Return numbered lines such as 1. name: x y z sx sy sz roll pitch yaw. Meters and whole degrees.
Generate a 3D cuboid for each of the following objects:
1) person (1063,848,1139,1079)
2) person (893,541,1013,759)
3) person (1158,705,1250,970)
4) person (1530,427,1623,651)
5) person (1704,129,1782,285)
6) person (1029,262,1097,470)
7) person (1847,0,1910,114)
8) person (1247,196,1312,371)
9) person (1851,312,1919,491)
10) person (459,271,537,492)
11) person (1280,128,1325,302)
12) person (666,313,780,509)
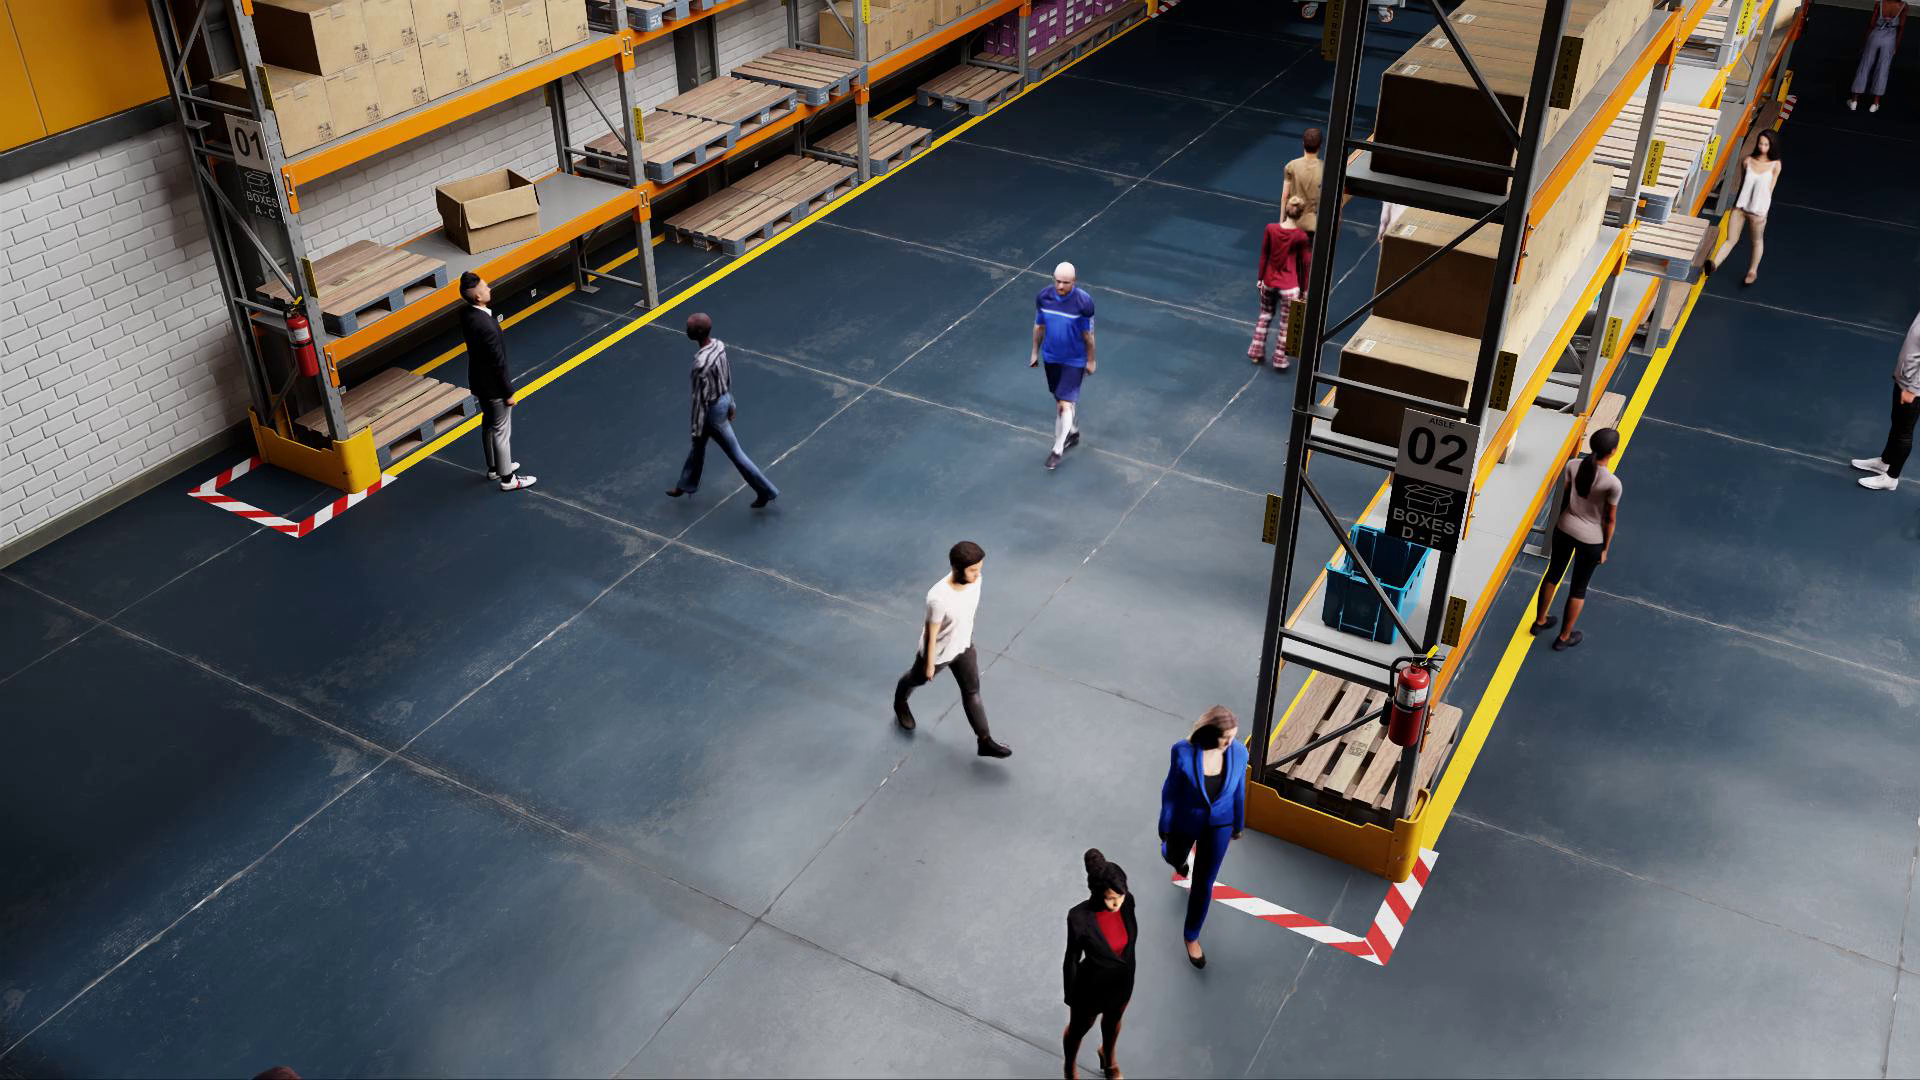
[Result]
1. person: 0.716 2.255 8.492 0.670 1.637 0.735 -18 37 -25
2. person: -0.149 0.661 10.891 1.213 1.635 0.912 -27 42 -34
3. person: 1.341 1.560 9.511 1.025 1.666 1.181 -1 34 -1
4. person: 4.388 -0.020 11.817 0.650 1.744 0.661 -24 40 -32
5. person: 8.007 -3.318 16.878 0.965 1.634 0.667 18 38 25
6. person: 0.932 -1.556 14.077 0.720 1.801 0.899 20 38 27
7. person: 11.873 -6.388 21.436 0.603 1.702 0.634 12 36 18
8. person: 2.988 -2.367 15.396 0.645 1.690 0.537 17 37 24
9. person: 7.819 -1.313 13.593 0.797 1.932 0.632 9 35 13
10. person: -3.846 -1.323 13.591 0.737 1.950 0.788 -23 40 -31
11. person: 3.417 -3.112 16.392 0.736 1.829 1.025 12 35 18
12. person: -1.853 -0.953 13.229 1.043 1.735 1.240 4 34 6
